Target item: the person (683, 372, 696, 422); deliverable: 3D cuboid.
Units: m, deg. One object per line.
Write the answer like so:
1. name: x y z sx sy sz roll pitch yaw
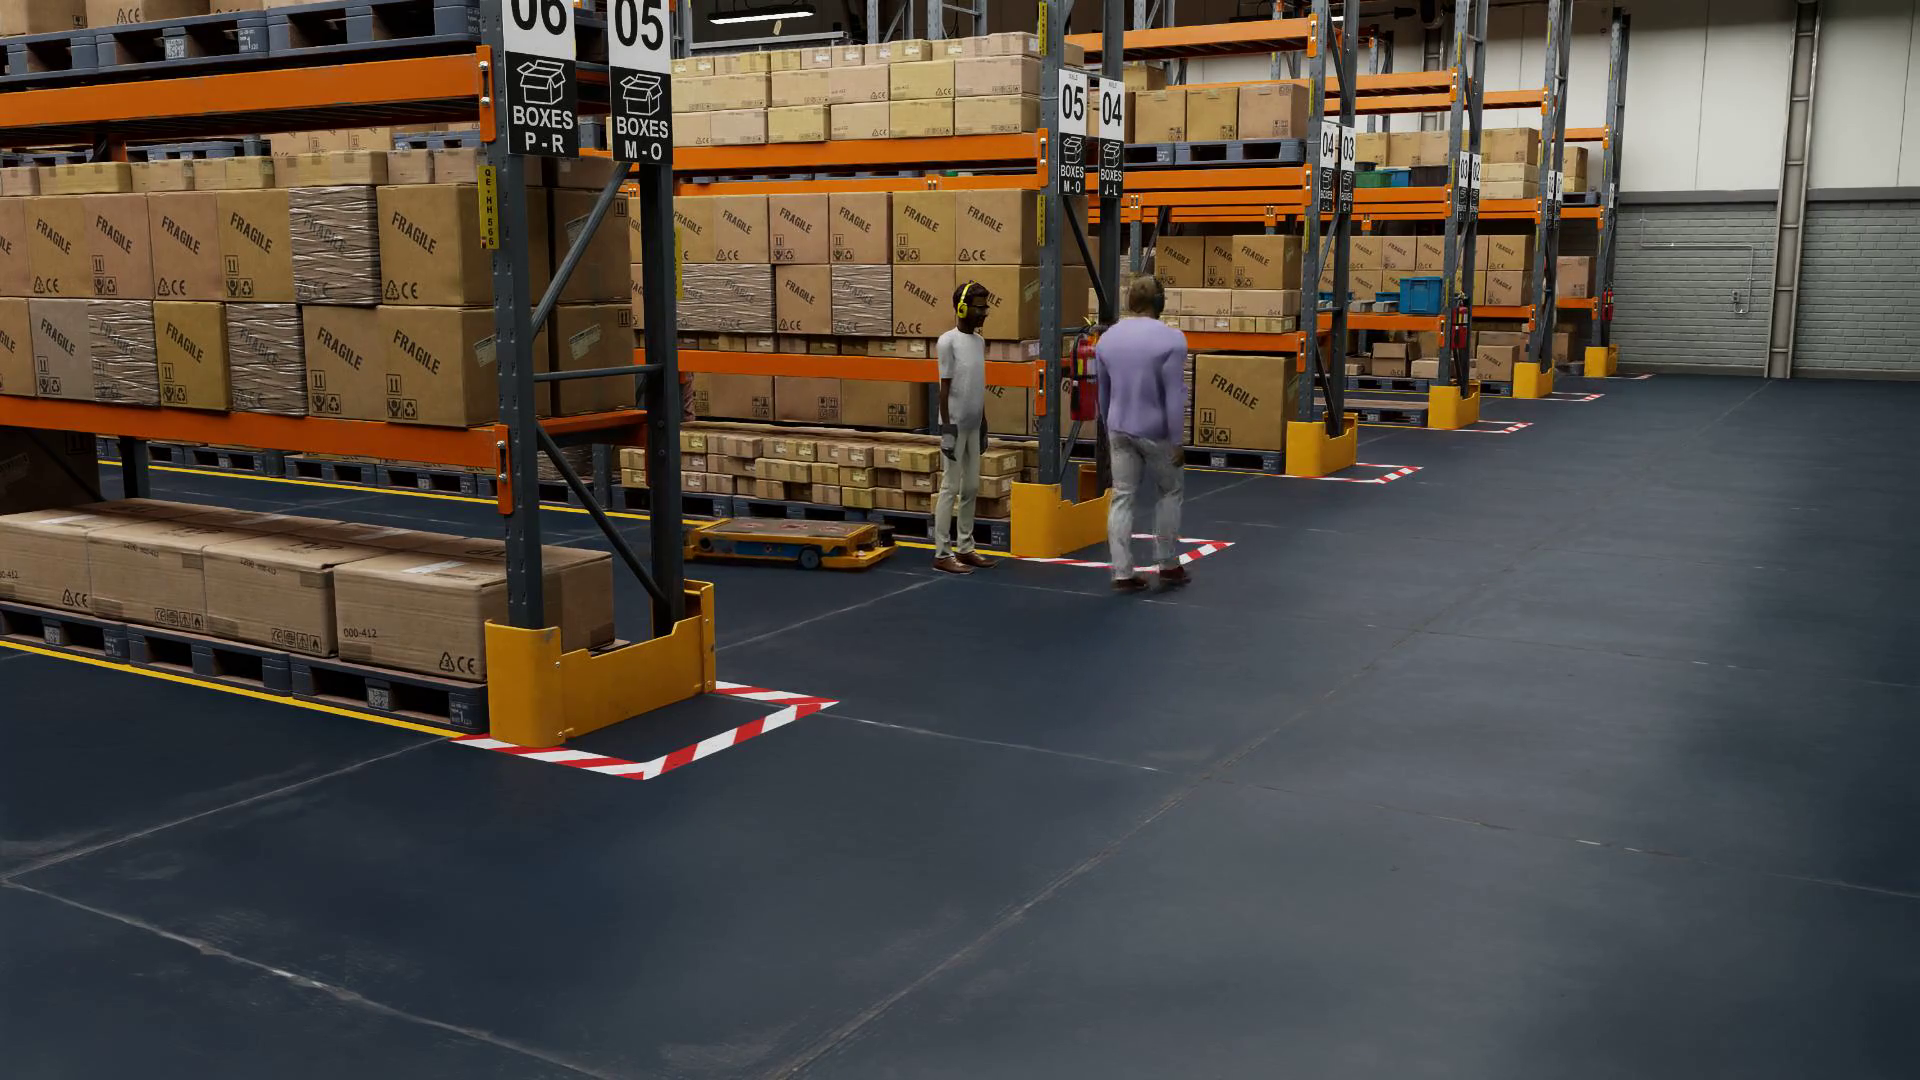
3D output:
1. person: -2.795 -1.635 15.967 0.403 1.904 0.637 7 12 34

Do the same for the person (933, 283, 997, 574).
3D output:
1. person: 0.028 -0.714 10.706 0.325 1.860 0.515 6 12 33

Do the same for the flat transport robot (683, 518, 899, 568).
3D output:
1. flat transport robot: -1.186 0.005 11.128 1.431 0.197 0.652 3 10 17

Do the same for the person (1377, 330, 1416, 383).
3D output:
1. person: 7.018 -3.425 26.700 1.028 1.815 0.536 7 12 34

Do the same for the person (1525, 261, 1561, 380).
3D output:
1. person: 8.921 -3.329 25.539 0.551 2.027 0.605 8 12 38

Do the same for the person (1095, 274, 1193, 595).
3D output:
1. person: 1.163 -0.642 10.097 0.662 1.914 0.773 7 12 36
